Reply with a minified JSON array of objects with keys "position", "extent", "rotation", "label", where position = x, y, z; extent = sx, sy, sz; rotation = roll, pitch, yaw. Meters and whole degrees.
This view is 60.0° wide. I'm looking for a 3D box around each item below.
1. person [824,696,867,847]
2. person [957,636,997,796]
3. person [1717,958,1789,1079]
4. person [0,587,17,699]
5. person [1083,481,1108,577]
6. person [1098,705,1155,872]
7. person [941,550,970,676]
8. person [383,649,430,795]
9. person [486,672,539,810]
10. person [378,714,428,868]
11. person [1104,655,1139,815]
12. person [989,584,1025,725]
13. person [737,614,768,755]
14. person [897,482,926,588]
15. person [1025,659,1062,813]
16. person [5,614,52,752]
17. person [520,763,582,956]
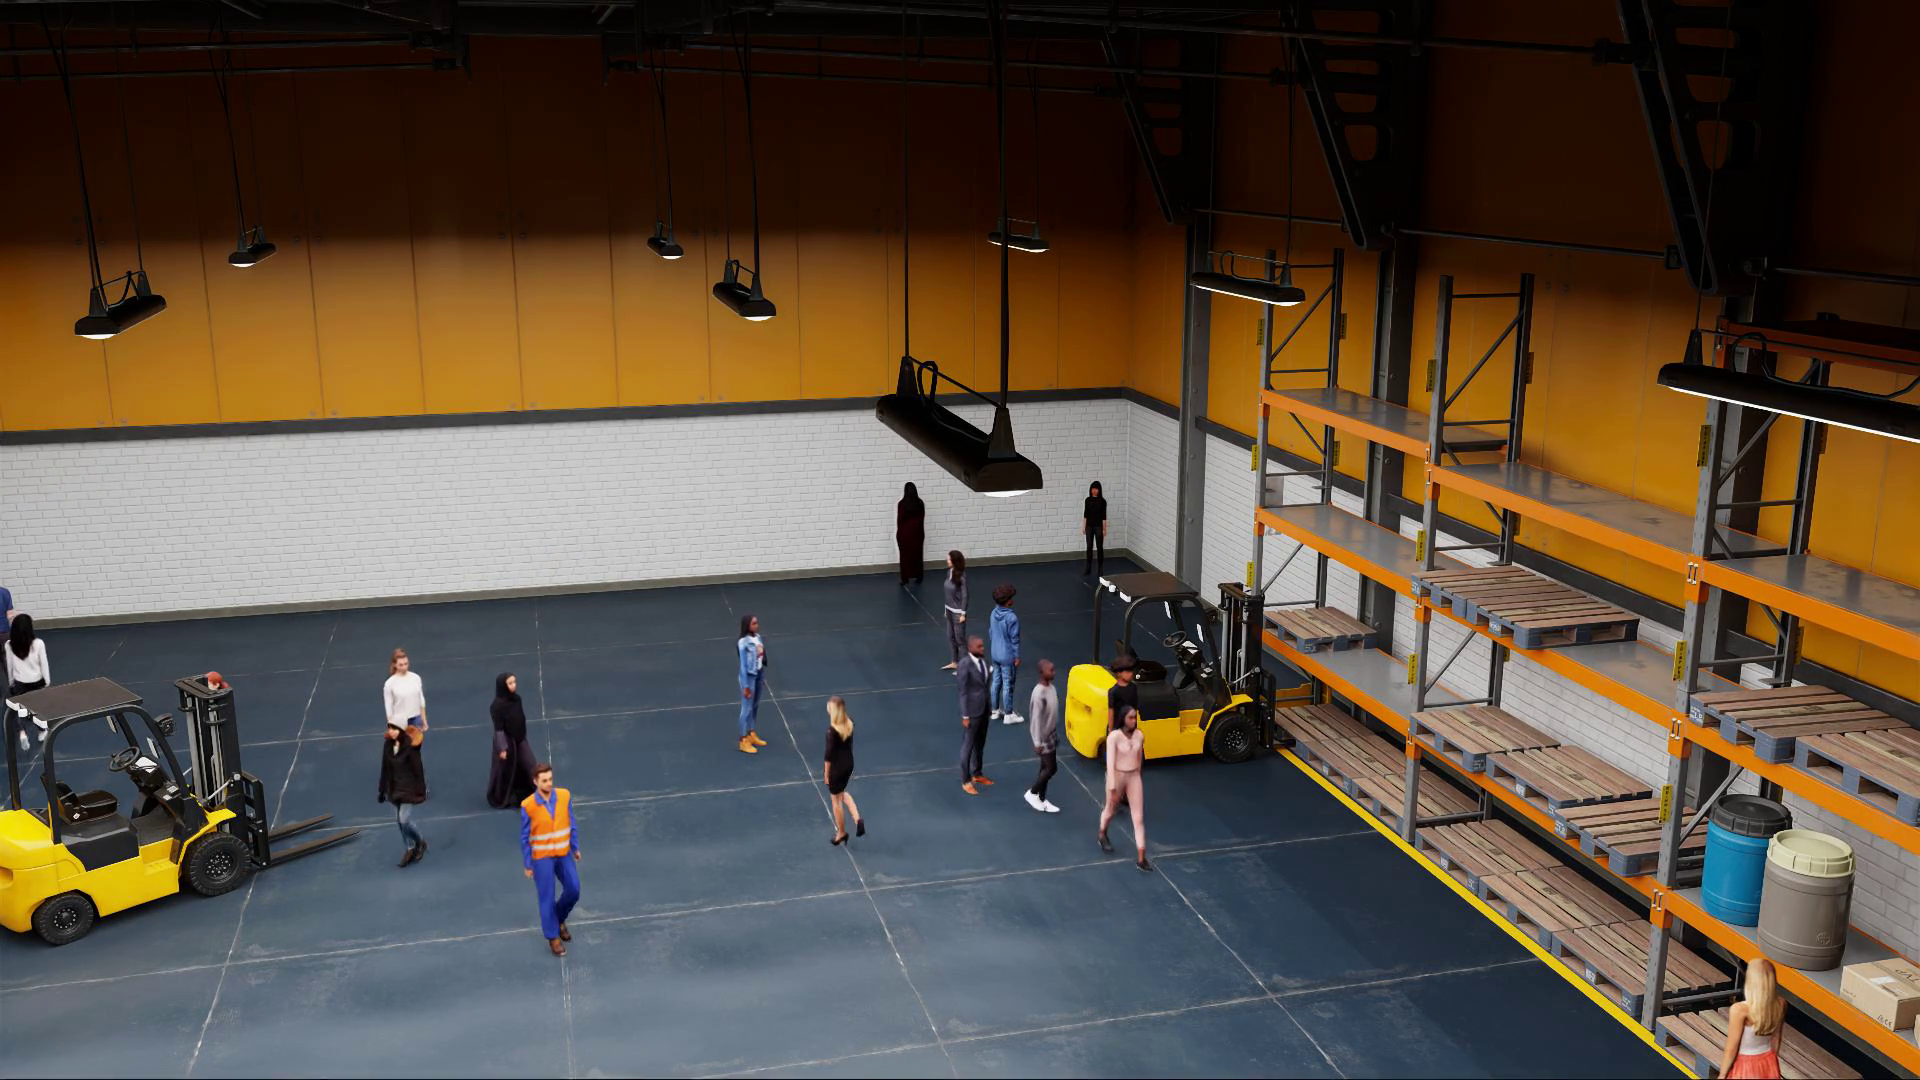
[{"position":[-1.190,2.448,17.464],"extent":[0.819,1.663,0.757],"rotation":[9,16,32],"label":"person"},{"position":[0.165,1.969,19.104],"extent":[0.825,1.824,0.792],"rotation":[10,17,36],"label":"person"},{"position":[5.565,3.775,11.682],"extent":[0.610,1.806,0.560],"rotation":[-4,14,-15],"label":"person"},{"position":[-12.749,1.246,21.987],"extent":[0.705,1.871,0.606],"rotation":[-7,15,-26],"label":"person"},{"position":[2.322,-0.221,28.535],"extent":[0.641,1.641,0.677],"rotation":[6,15,22],"label":"person"},{"position":[1.630,2.518,17.146],"extent":[0.723,1.678,1.198],"rotation":[-6,15,-22],"label":"person"},{"position":[-0.051,0.992,23.253],"extent":[0.733,1.769,0.560],"rotation":[-9,16,-32],"label":"person"},{"position":[-6.279,2.071,18.890],"extent":[0.704,1.724,0.720],"rotation":[-13,19,-43],"label":"person"},{"position":[-5.057,2.232,18.478],"extent":[1.161,1.606,1.085],"rotation":[8,16,31],"label":"person"},{"position":[-5.688,2.551,17.120],"extent":[0.755,1.624,0.808],"rotation":[6,15,24],"label":"person"},{"position":[1.787,2.133,18.487],"extent":[0.696,1.794,0.707],"rotation":[-13,19,-43],"label":"person"},{"position":[0.574,1.442,21.306],"extent":[0.816,1.811,0.658],"rotation":[-10,17,-37],"label":"person"},{"position":[-2.555,1.727,20.340],"extent":[0.747,1.712,0.656],"rotation":[5,15,20],"label":"person"},{"position":[-0.806,-0.105,27.806],"extent":[0.727,1.759,0.712],"rotation":[-8,16,-29],"label":"person"},{"position":[0.860,2.163,18.419],"extent":[0.826,1.768,0.757],"rotation":[6,15,25],"label":"person"},{"position":[-11.408,1.751,20.320],"extent":[0.627,1.675,1.005],"rotation":[-4,14,-16],"label":"person"},{"position":[-3.781,2.885,15.253],"extent":[0.836,1.855,0.841],"rotation":[-10,17,-35],"label":"person"}]
